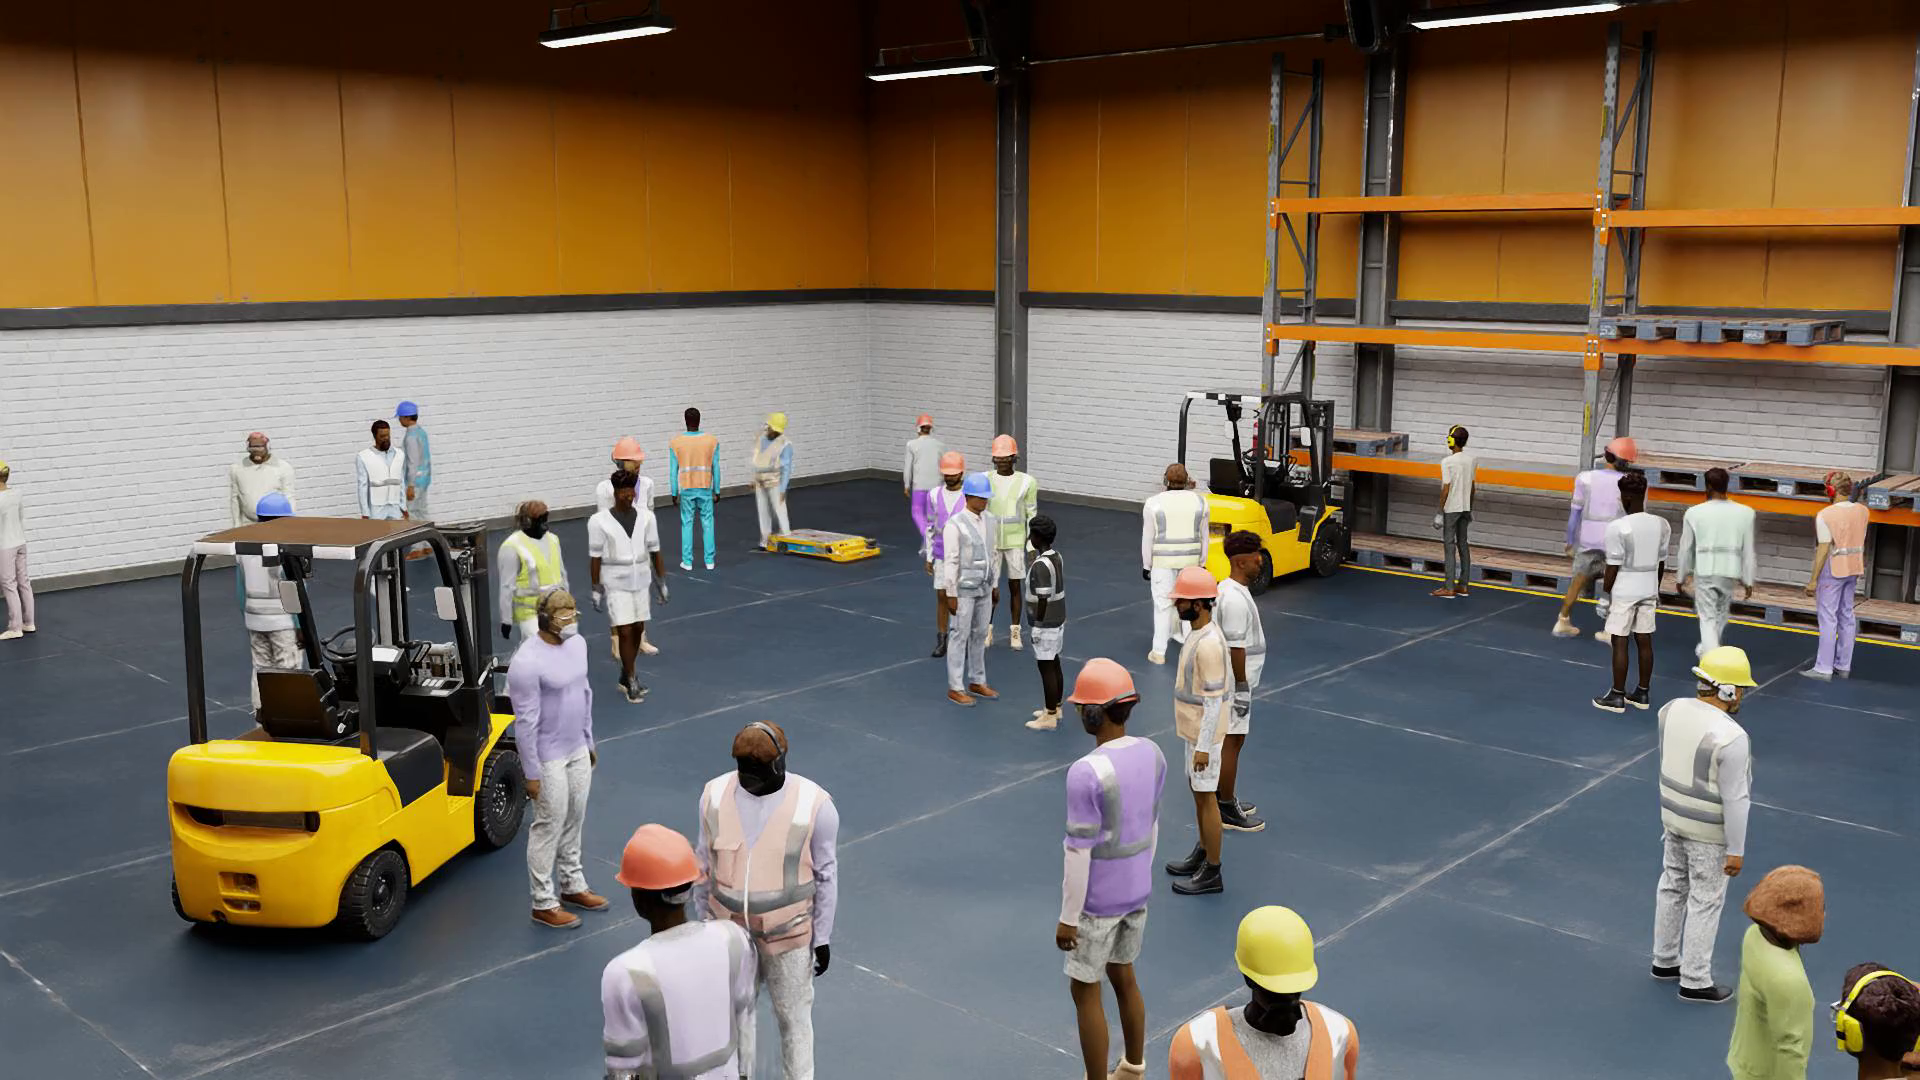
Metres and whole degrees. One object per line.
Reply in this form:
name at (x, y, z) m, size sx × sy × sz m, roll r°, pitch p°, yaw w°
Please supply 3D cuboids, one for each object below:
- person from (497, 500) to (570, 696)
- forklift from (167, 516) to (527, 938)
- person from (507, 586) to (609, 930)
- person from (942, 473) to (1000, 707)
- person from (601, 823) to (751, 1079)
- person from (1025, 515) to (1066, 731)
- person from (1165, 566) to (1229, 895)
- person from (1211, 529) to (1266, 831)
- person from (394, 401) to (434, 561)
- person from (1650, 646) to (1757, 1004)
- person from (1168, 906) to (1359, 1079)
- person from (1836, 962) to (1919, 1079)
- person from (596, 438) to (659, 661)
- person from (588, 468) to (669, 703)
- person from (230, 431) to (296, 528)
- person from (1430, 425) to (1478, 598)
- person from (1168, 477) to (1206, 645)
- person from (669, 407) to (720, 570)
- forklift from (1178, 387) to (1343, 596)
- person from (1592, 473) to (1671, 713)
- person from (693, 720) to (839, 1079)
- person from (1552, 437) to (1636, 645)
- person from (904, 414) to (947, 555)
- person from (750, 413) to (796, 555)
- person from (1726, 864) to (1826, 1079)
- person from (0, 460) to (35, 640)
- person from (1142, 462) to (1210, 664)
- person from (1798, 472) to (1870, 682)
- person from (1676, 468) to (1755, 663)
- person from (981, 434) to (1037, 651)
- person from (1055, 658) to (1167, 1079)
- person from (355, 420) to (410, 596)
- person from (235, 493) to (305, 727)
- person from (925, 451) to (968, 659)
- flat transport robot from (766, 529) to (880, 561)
person at (-3.380, 0.562, 13.255) m, size 0.950 × 1.798 × 0.641 m, roll 4°, pitch 11°, yaw 24°
forklift at (-3.583, 0.976, 9.748) m, size 1.214 × 2.155 × 2.313 m, roll 2°, pitch 10°, yaw 11°
person at (-2.248, 1.198, 9.253) m, size 0.366 × 1.929 × 0.637 m, roll 4°, pitch 11°, yaw 19°
person at (0.108, 0.401, 13.761) m, size 0.416 × 1.939 × 0.612 m, roll 9°, pitch 13°, yaw 41°
person at (-0.881, 1.876, 5.415) m, size 0.556 × 1.922 × 0.576 m, roll -9°, pitch 13°, yaw -42°
person at (0.665, 0.644, 13.050) m, size 0.318 × 1.698 × 0.539 m, roll 3°, pitch 10°, yaw 16°
person at (1.379, 1.108, 9.729) m, size 0.376 × 1.936 × 0.549 m, roll 0°, pitch 10°, yaw 3°
person at (1.807, 0.897, 10.844) m, size 0.368 × 1.967 × 0.603 m, roll 0°, pitch 10°, yaw 2°
person at (-6.588, -0.714, 20.090) m, size 0.403 × 1.946 × 0.624 m, roll -1°, pitch 10°, yaw -7°
person at (3.721, 1.416, 8.318) m, size 0.403 × 1.820 × 0.603 m, roll -2°, pitch 10°, yaw -13°
person at (0.882, 1.974, 4.828) m, size 0.585 × 1.927 × 0.366 m, roll -3°, pitch 10°, yaw -15°
person at (2.438, 2.062, 4.532) m, size 0.510 × 1.861 × 0.324 m, roll -2°, pitch 10°, yaw -11°
person at (-3.023, 0.083, 15.266) m, size 0.375 × 2.042 × 0.615 m, roll 9°, pitch 13°, yaw 42°
person at (-2.757, 0.369, 13.894) m, size 0.638 × 1.953 × 0.537 m, roll -7°, pitch 12°, yaw -35°
person at (-7.183, -0.175, 17.166) m, size 0.642 × 1.899 × 0.403 m, roll -1°, pitch 10°, yaw -4°
person at (5.337, -0.303, 17.968) m, size 0.514 × 1.868 × 0.329 m, roll -6°, pitch 11°, yaw -30°
person at (2.106, 0.197, 15.754) m, size 0.416 × 1.628 × 0.536 m, roll 4°, pitch 11°, yaw 22°
person at (-3.104, -0.596, 19.517) m, size 0.587 × 1.911 × 0.397 m, roll -2°, pitch 10°, yaw -14°
forklift at (3.298, -0.608, 18.767) m, size 1.214 × 2.155 × 2.313 m, roll 9°, pitch 13°, yaw 42°
person at (5.453, 0.429, 13.537) m, size 0.603 × 1.959 × 0.377 m, roll -4°, pitch 11°, yaw -20°
person at (-0.826, 1.645, 6.963) m, size 0.619 × 1.838 × 0.430 m, roll 2°, pitch 10°, yaw 11°
person at (6.085, 0.006, 15.841) m, size 0.714 × 2.000 × 0.435 m, roll 5°, pitch 11°, yaw 28°
person at (-0.394, -0.690, 20.588) m, size 0.581 × 1.722 × 0.631 m, roll -6°, pitch 11°, yaw -30°
person at (-2.335, -0.684, 20.424) m, size 0.658 × 1.780 × 0.406 m, roll 7°, pitch 12°, yaw 37°
person at (2.890, 1.934, 5.906) m, size 0.298 × 1.629 × 0.508 m, roll 2°, pitch 10°, yaw 13°
person at (-9.226, 0.084, 16.068) m, size 0.326 × 1.761 × 0.523 m, roll 0°, pitch 10°, yaw 1°
person at (1.944, 0.214, 15.093) m, size 0.626 × 1.844 × 0.429 m, roll -1°, pitch 10°, yaw -7°
person at (7.637, 0.323, 14.489) m, size 0.563 × 1.836 × 0.391 m, roll -4°, pitch 11°, yaw -23°
person at (6.574, 0.309, 14.570) m, size 0.602 × 1.838 × 1.002 m, roll 1°, pitch 10°, yaw 6°
person at (0.414, 0.026, 15.584) m, size 0.605 × 2.045 × 0.385 m, roll 1°, pitch 10°, yaw 8°
person at (0.622, 1.511, 7.190) m, size 0.409 × 2.029 × 0.614 m, roll 8°, pitch 13°, yaw 39°
person at (-6.285, -0.355, 18.116) m, size 0.386 × 1.918 × 0.590 m, roll 7°, pitch 12°, yaw 34°
person at (-5.143, 0.618, 12.511) m, size 0.606 × 1.940 × 0.409 m, roll 5°, pitch 11°, yaw 24°
person at (-0.062, 0.140, 15.273) m, size 0.546 × 1.929 × 0.387 m, roll 3°, pitch 10°, yaw 18°
flat transport robot at (-1.743, 0.048, 20.504) m, size 1.431 × 0.197 × 0.652 m, roll 8°, pitch 12°, yaw 37°
